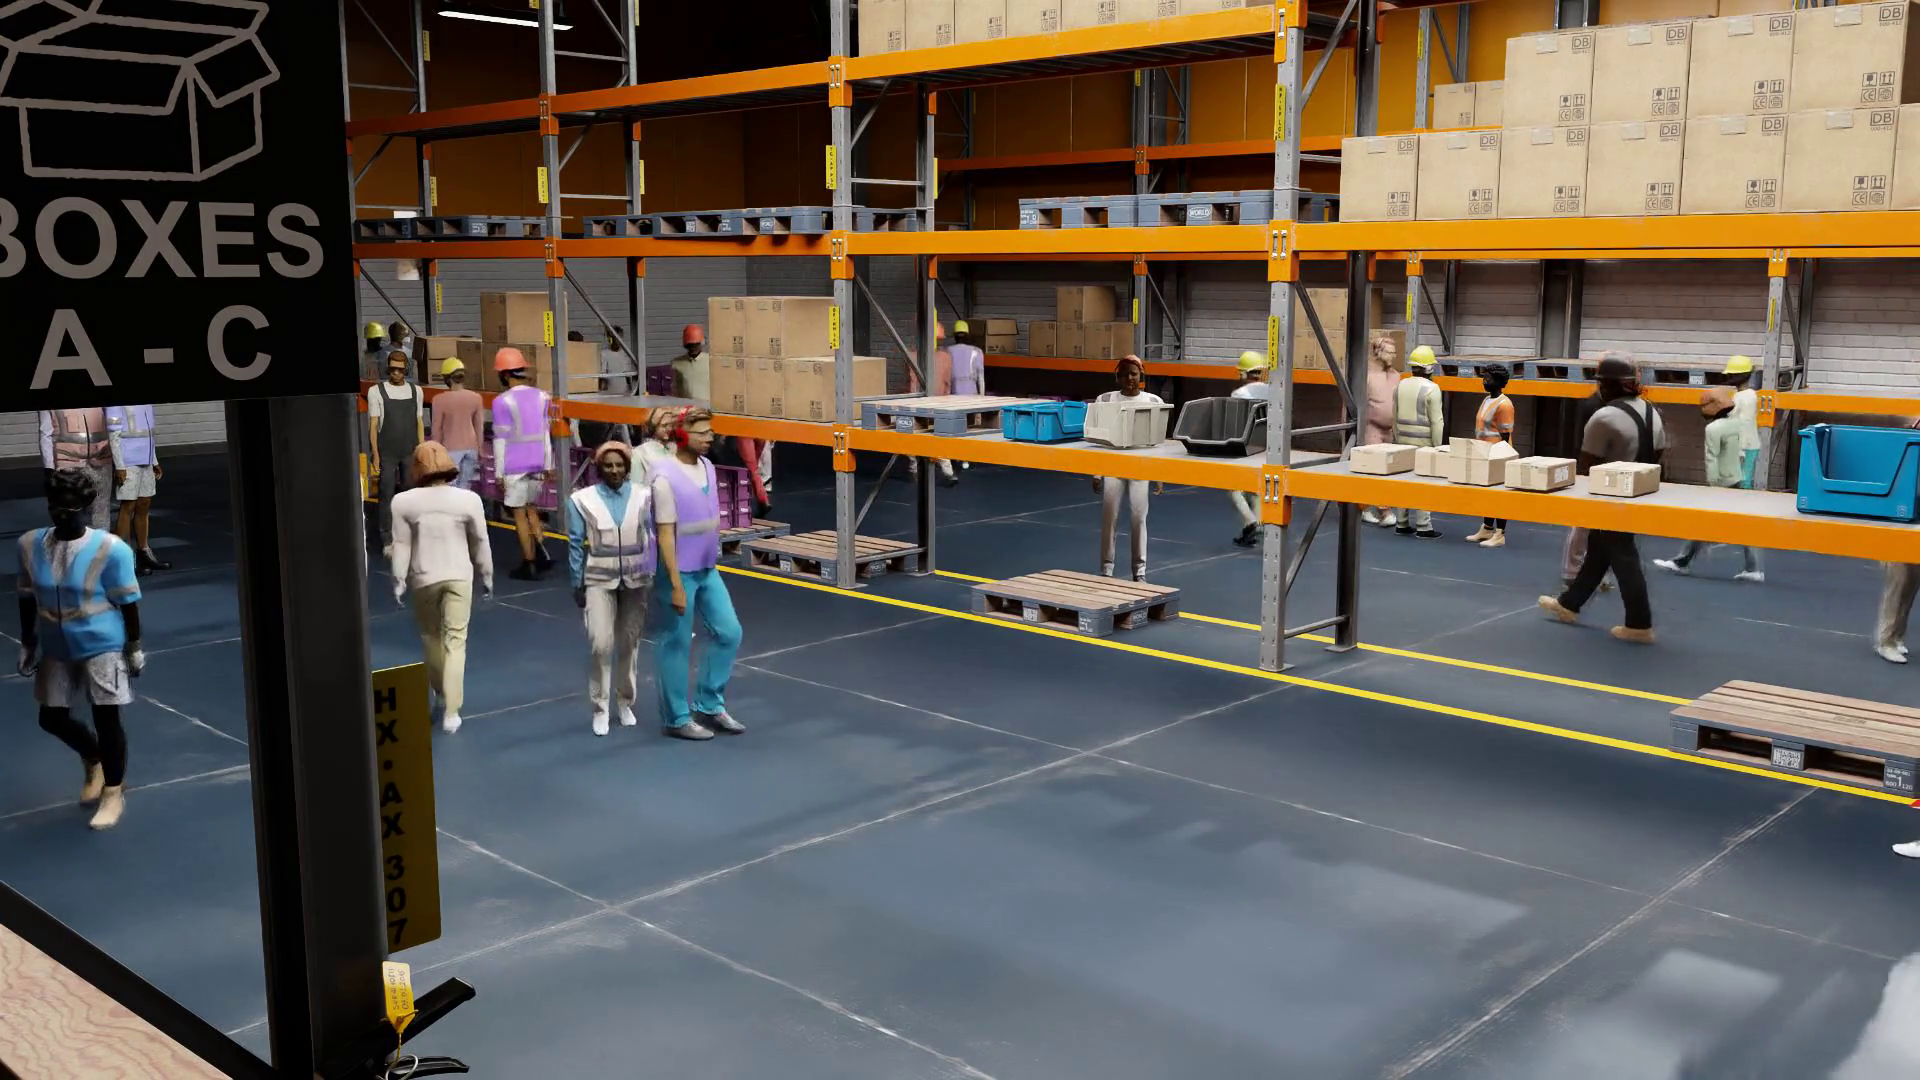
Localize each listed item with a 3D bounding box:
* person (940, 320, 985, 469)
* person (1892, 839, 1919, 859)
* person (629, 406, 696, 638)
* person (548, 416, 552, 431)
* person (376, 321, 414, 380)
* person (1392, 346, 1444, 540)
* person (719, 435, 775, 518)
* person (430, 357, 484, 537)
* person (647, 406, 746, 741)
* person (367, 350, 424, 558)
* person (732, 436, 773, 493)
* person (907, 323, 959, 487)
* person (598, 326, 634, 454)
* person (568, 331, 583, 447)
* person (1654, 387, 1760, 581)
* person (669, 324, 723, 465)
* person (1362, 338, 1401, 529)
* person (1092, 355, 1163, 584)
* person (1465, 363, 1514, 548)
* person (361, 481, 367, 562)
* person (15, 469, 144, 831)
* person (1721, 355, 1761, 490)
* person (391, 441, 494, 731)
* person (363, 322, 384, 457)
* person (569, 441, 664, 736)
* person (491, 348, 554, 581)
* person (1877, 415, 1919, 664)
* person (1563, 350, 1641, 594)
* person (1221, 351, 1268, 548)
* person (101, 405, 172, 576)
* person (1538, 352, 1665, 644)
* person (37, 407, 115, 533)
[{"bbox_3d":[0.020,-1.855,21.299,0.608,1.910,0.431,0,9,2],"label":"person"},{"bbox_3d":[4.409,0.482,7.082,0.583,1.867,0.697,2,10,14],"label":"person"},{"bbox_3d":[-2.114,-0.126,11.563,0.557,1.621,0.523,7,11,36],"label":"person"},{"bbox_3d":[-5.113,-1.675,20.219,0.645,1.907,0.864,3,10,19],"label":"person"},{"bbox_3d":[-6.675,-1.633,19.840,0.359,1.937,0.635,2,9,13],"label":"person"},{"bbox_3d":[4.361,-0.920,15.776,0.404,1.837,0.593,-5,11,-30],"label":"person"},{"bbox_3d":[-2.152,-1.101,17.267,0.532,1.715,0.909,-6,11,-31],"label":"person"},{"bbox_3d":[-4.679,-0.845,15.622,0.664,1.745,0.522,9,13,44],"label":"person"},{"bbox_3d":[-1.389,0.193,8.954,0.590,1.829,0.596,4,10,21],"label":"person"},{"bbox_3d":[-5.001,-0.767,14.834,0.507,1.840,0.344,-8,12,-39],"label":"person"},{"bbox_3d":[-2.341,-1.450,18.865,0.431,1.884,0.679,4,10,22],"label":"person"},{"bbox_3d":[-0.351,-1.591,19.629,0.621,1.937,1.072,-4,10,-25],"label":"person"},{"bbox_3d":[-4.375,-1.836,21.441,0.961,1.817,0.551,5,10,26],"label":"person"},{"bbox_3d":[-4.953,-1.773,21.189,0.994,1.783,0.651,8,12,42],"label":"person"},{"bbox_3d":[6.219,-0.457,13.693,0.584,1.584,0.860,-8,12,-40],"label":"person"},{"bbox_3d":[-2.861,-1.374,18.151,0.641,1.968,0.554,1,9,5],"label":"person"},{"bbox_3d":[4.223,-1.060,16.505,0.673,1.870,0.812,-7,12,-36],"label":"person"},{"bbox_3d":[1.330,-0.527,13.223,0.573,1.883,0.353,0,9,2],"label":"person"},{"bbox_3d":[4.908,-0.777,15.330,0.318,1.696,0.532,-1,9,-5],"label":"person"},{"bbox_3d":[-3.448,0.200,8.890,0.590,1.856,0.759,0,9,-2],"label":"person"},{"bbox_3d":[-3.991,0.486,7.616,0.558,1.674,0.466,1,9,4],"label":"person"},{"bbox_3d":[7.312,-0.853,15.642,0.378,1.751,0.523,2,9,13],"label":"person"},{"bbox_3d":[-2.913,0.231,9.417,0.531,1.593,0.813,-2,9,-12],"label":"person"},{"bbox_3d":[-7.291,-1.790,20.925,0.594,1.905,0.829,3,10,17],"label":"person"},{"bbox_3d":[-1.875,0.265,9.186,0.523,1.620,0.552,-4,10,-22],"label":"person"},{"bbox_3d":[-3.619,-0.618,13.672,0.428,1.915,0.572,6,11,31],"label":"person"},{"bbox_3d":[6.249,-0.020,10.922,0.539,1.612,0.550,0,9,-1],"label":"person"},{"bbox_3d":[5.021,-0.512,12.972,0.644,1.936,0.628,-7,12,-37],"label":"person"},{"bbox_3d":[2.650,-0.819,15.214,0.596,1.818,0.424,-6,11,-32],"label":"person"},{"bbox_3d":[-6.905,-0.672,13.961,0.366,1.935,0.543,1,9,7],"label":"person"},{"bbox_3d":[4.500,-0.341,11.601,0.701,2.000,1.004,-7,12,-37],"label":"person"},{"bbox_3d":[-7.475,-0.661,14.176,0.635,1.842,0.429,-8,12,-41],"label":"person"}]
